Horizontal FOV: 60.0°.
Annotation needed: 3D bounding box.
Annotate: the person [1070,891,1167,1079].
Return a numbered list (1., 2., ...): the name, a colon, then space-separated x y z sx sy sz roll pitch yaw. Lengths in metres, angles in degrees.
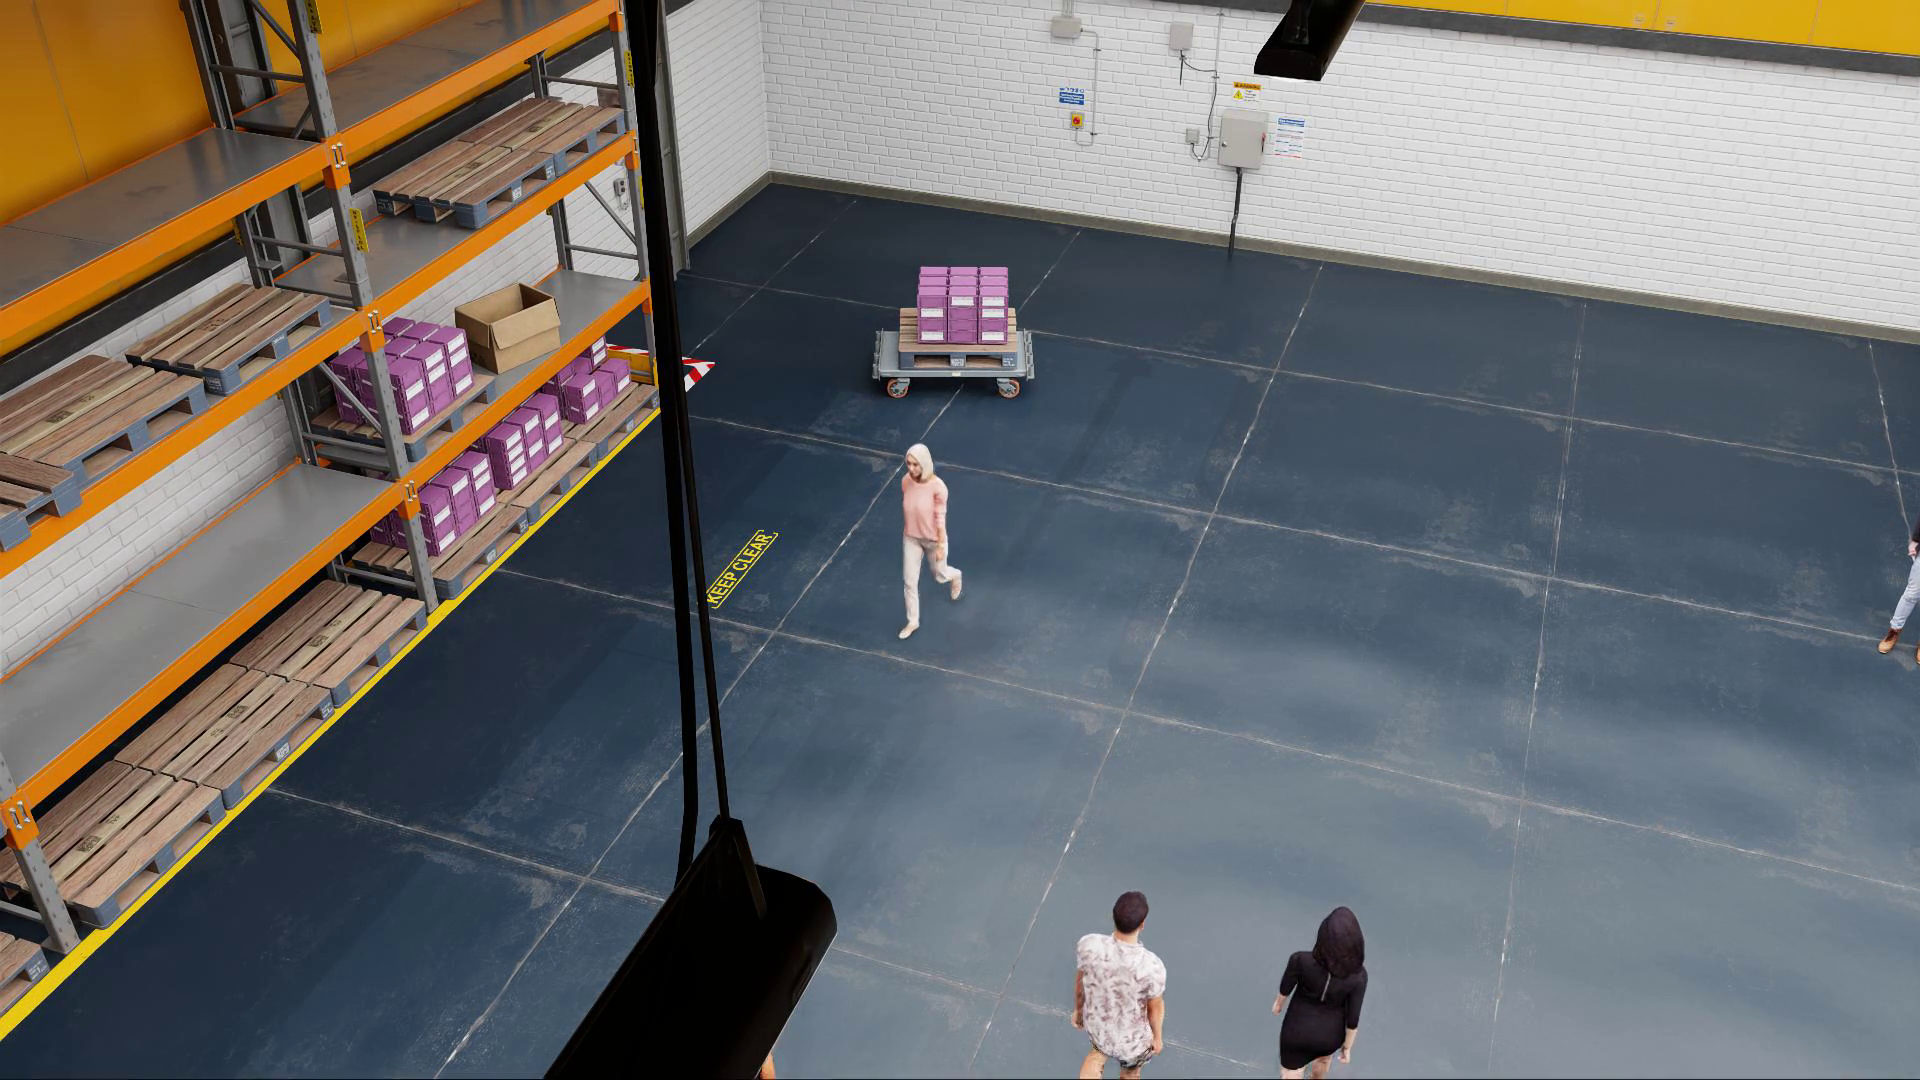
1. person: 0.845 2.707 9.165 0.757 1.801 0.867 18 38 25

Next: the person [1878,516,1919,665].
1. person: 7.702 0.125 13.018 0.707 1.835 0.625 21 39 28

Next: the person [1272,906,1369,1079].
1. person: 1.907 2.788 9.079 0.715 1.760 1.129 7 34 11

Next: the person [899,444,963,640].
1. person: -0.225 -0.048 13.402 0.688 1.698 1.064 17 37 24
